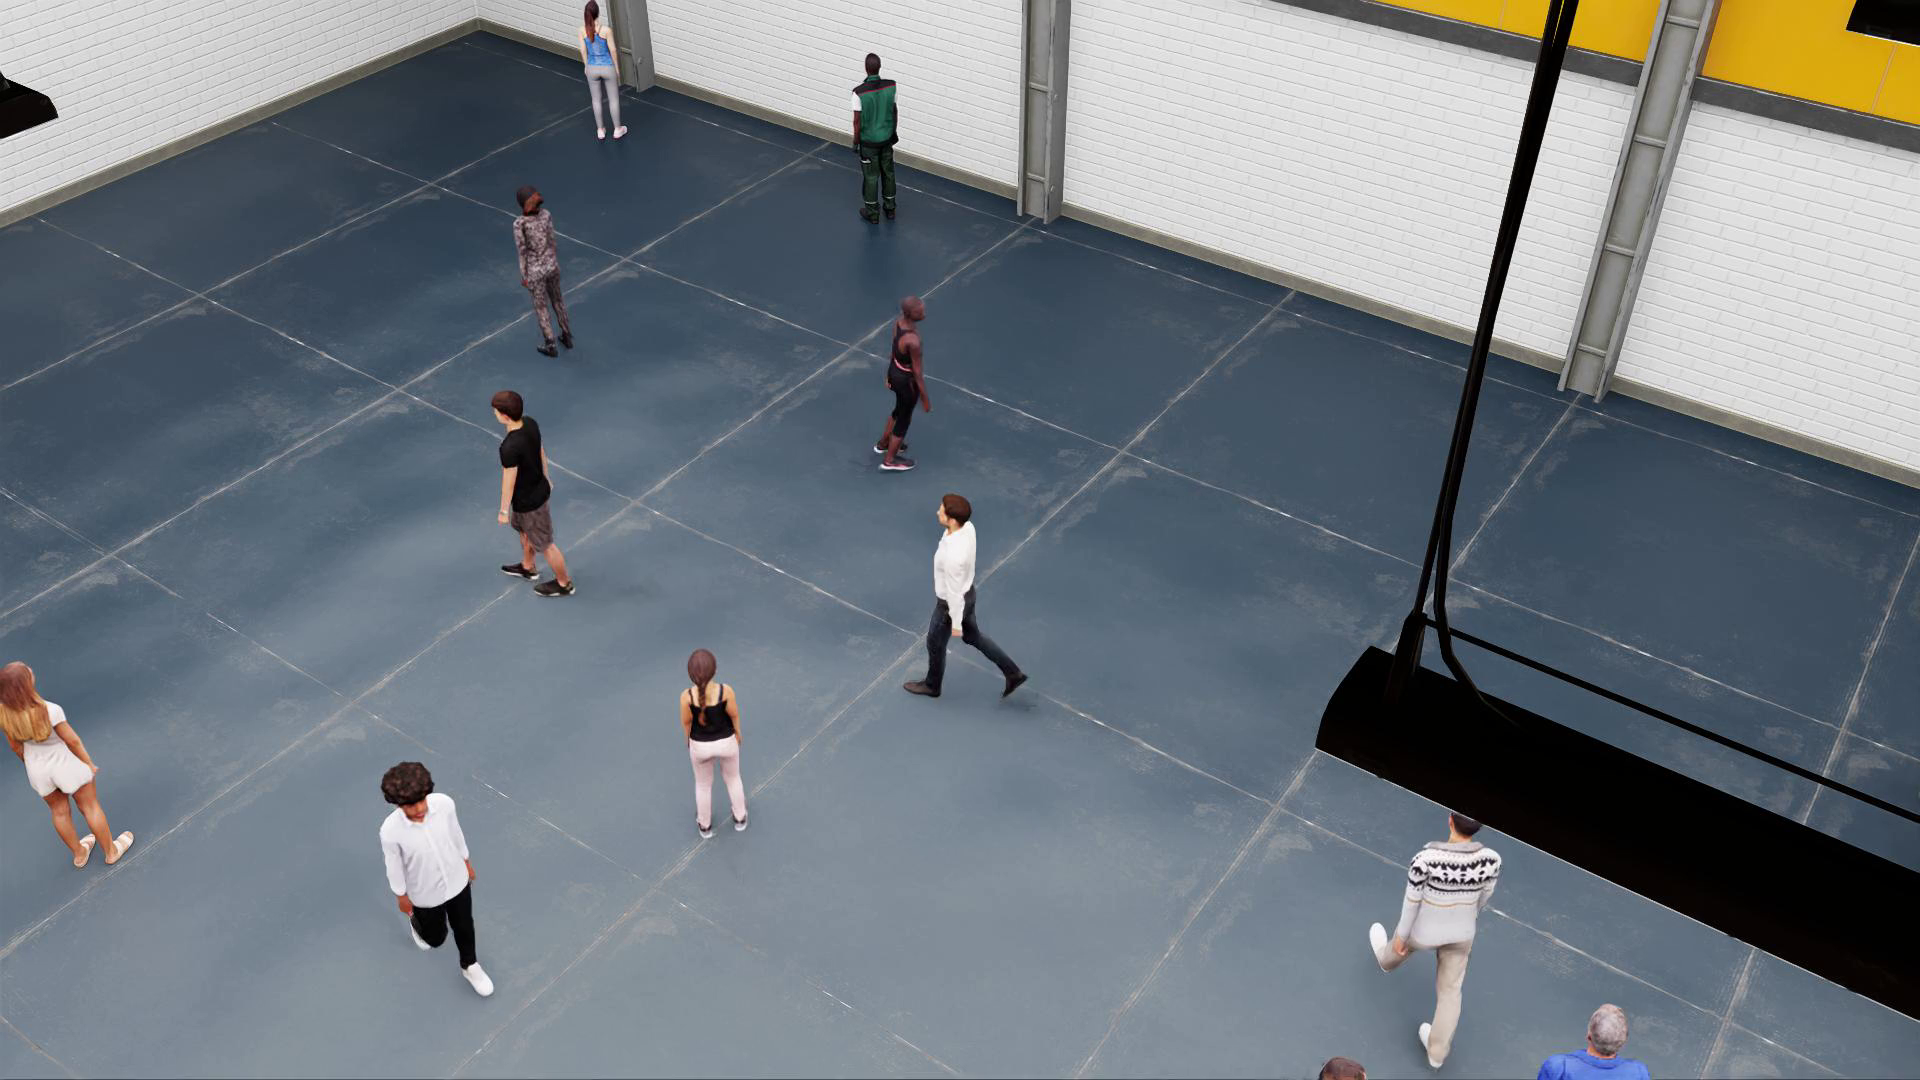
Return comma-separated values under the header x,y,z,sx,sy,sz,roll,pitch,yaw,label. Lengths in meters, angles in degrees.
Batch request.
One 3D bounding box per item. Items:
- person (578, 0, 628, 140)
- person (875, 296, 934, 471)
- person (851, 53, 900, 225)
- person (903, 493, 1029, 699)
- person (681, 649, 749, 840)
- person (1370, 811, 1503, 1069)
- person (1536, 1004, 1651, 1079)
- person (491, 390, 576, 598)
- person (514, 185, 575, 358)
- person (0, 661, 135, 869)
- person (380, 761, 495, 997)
x,y,z,sx,sy,sz,roll,pitch,yaw,label
-4.133,-5.412,19.148,0.630,1.610,0.717,2,39,2,person
-0.520,-1.294,13.899,0.876,1.725,0.765,-22,44,-25,person
-0.886,-4.218,17.469,0.776,1.838,0.757,-19,42,-22,person
0.062,0.444,11.628,1.234,1.844,0.932,9,39,11,person
-1.594,1.317,10.761,0.614,1.562,0.672,-7,39,-9,person
2.738,2.255,9.396,1.238,1.799,1.207,-1,39,-1,person
3.126,3.063,8.387,1.060,1.795,1.026,8,39,9,person
-3.174,-0.318,12.583,1.010,1.843,0.911,1,39,2,person
-3.884,-2.501,15.419,0.585,1.714,0.601,30,47,32,person
-5.713,1.432,10.508,0.654,1.697,0.730,-1,39,-1,person
-3.127,1.948,9.783,0.746,1.795,0.974,-31,48,-33,person
